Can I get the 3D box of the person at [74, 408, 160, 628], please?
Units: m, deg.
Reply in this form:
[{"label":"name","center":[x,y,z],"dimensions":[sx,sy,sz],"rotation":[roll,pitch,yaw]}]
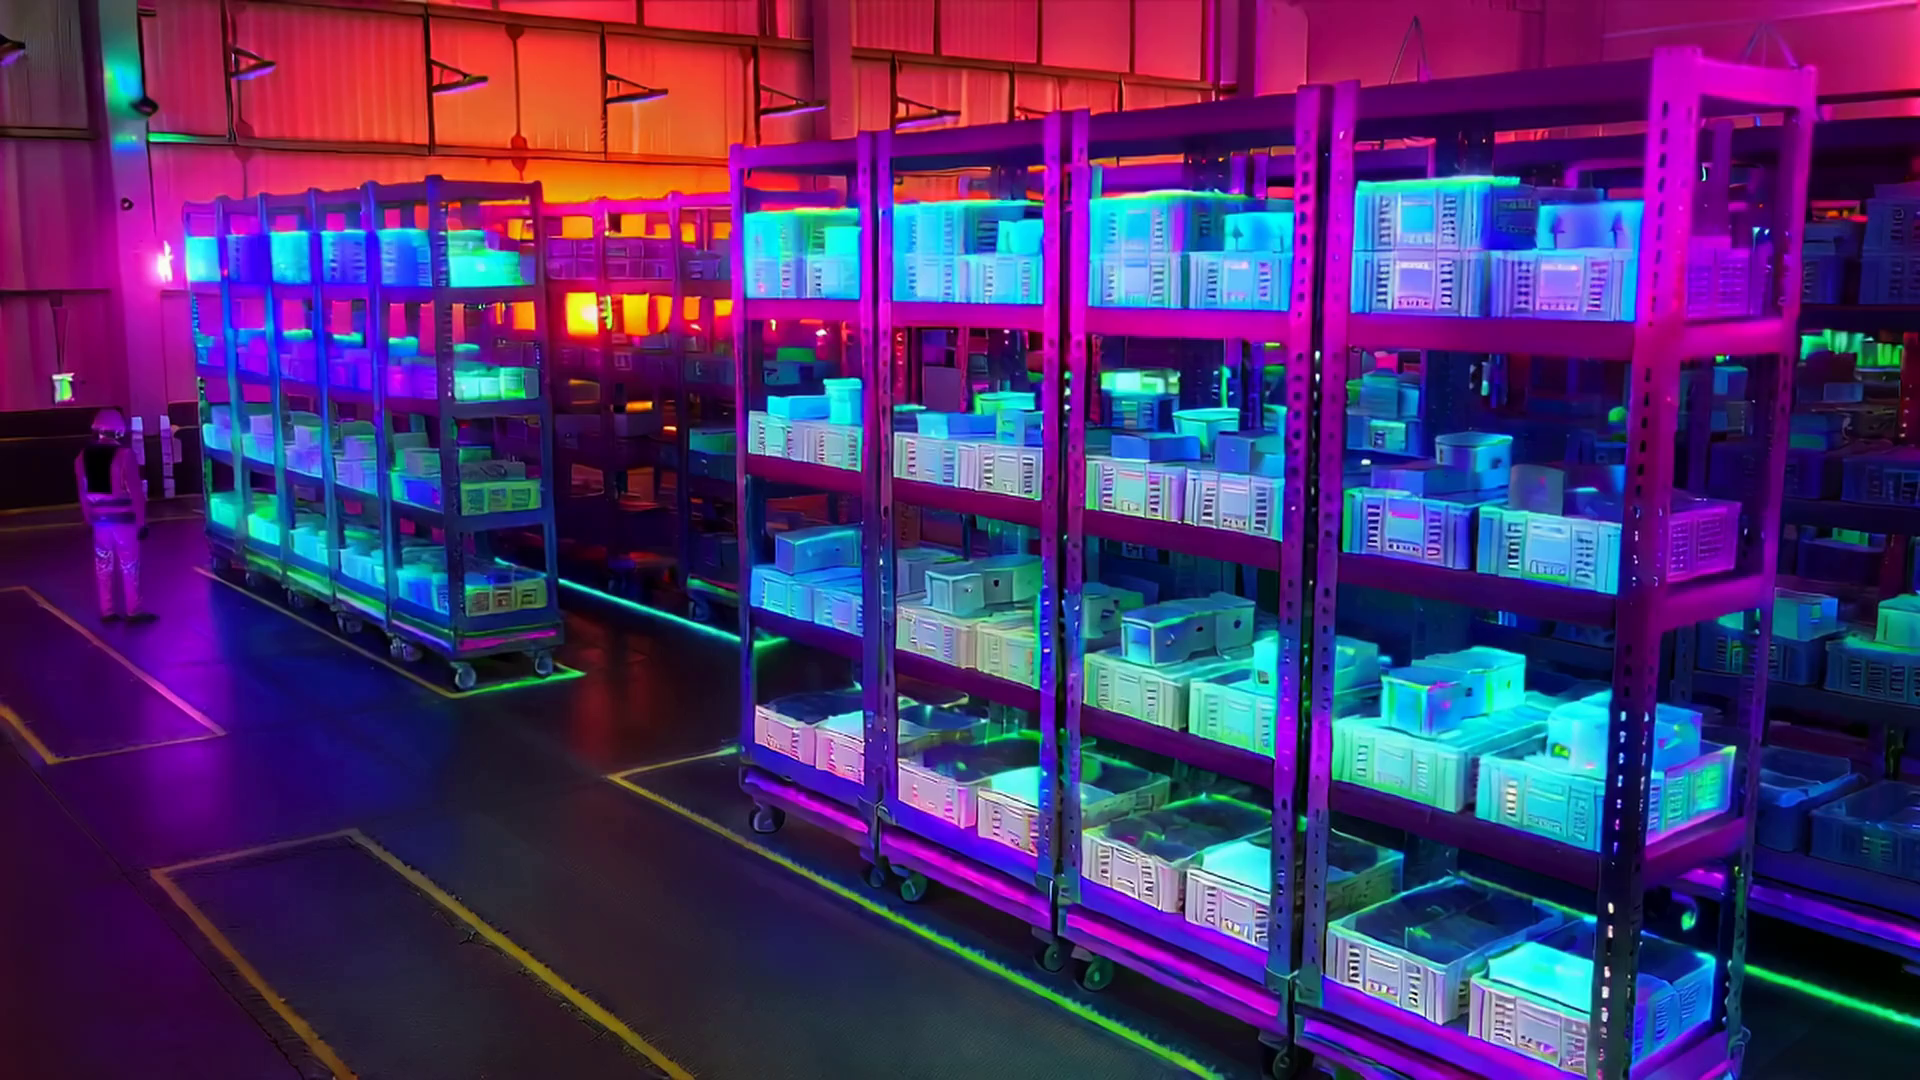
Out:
[{"label":"person","center":[-7.000,-0.180,13.815],"dimensions":[0.590,1.833,0.404],"rotation":[2,10,13]}]
